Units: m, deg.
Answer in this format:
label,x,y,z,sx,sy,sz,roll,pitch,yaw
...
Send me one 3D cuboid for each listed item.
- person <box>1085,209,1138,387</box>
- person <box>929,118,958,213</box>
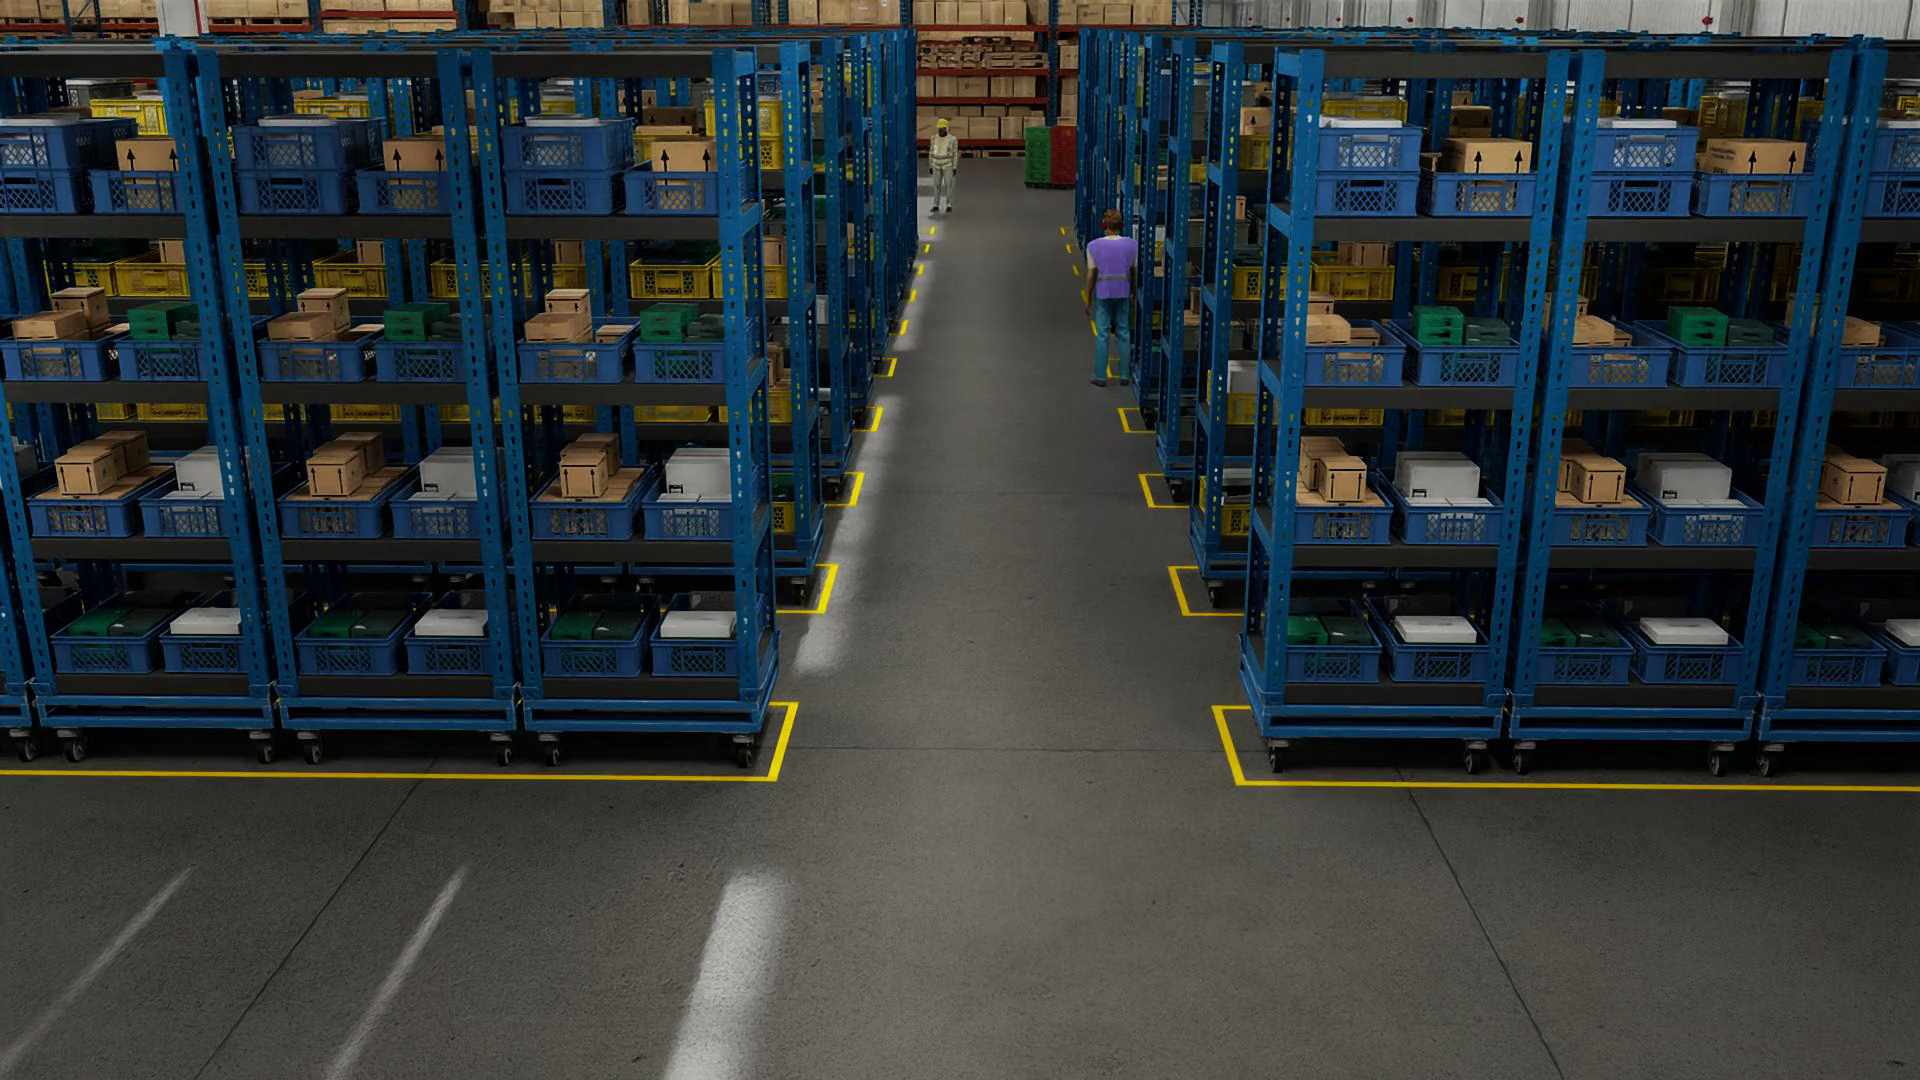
label,x,y,z,sx,sy,sz,roll,pitch,yaw
person,1.583,-2.510,17.333,0.563,1.847,0.389,-2,18,-8
person,-0.344,-7.443,33.080,0.586,1.833,0.403,6,18,17
